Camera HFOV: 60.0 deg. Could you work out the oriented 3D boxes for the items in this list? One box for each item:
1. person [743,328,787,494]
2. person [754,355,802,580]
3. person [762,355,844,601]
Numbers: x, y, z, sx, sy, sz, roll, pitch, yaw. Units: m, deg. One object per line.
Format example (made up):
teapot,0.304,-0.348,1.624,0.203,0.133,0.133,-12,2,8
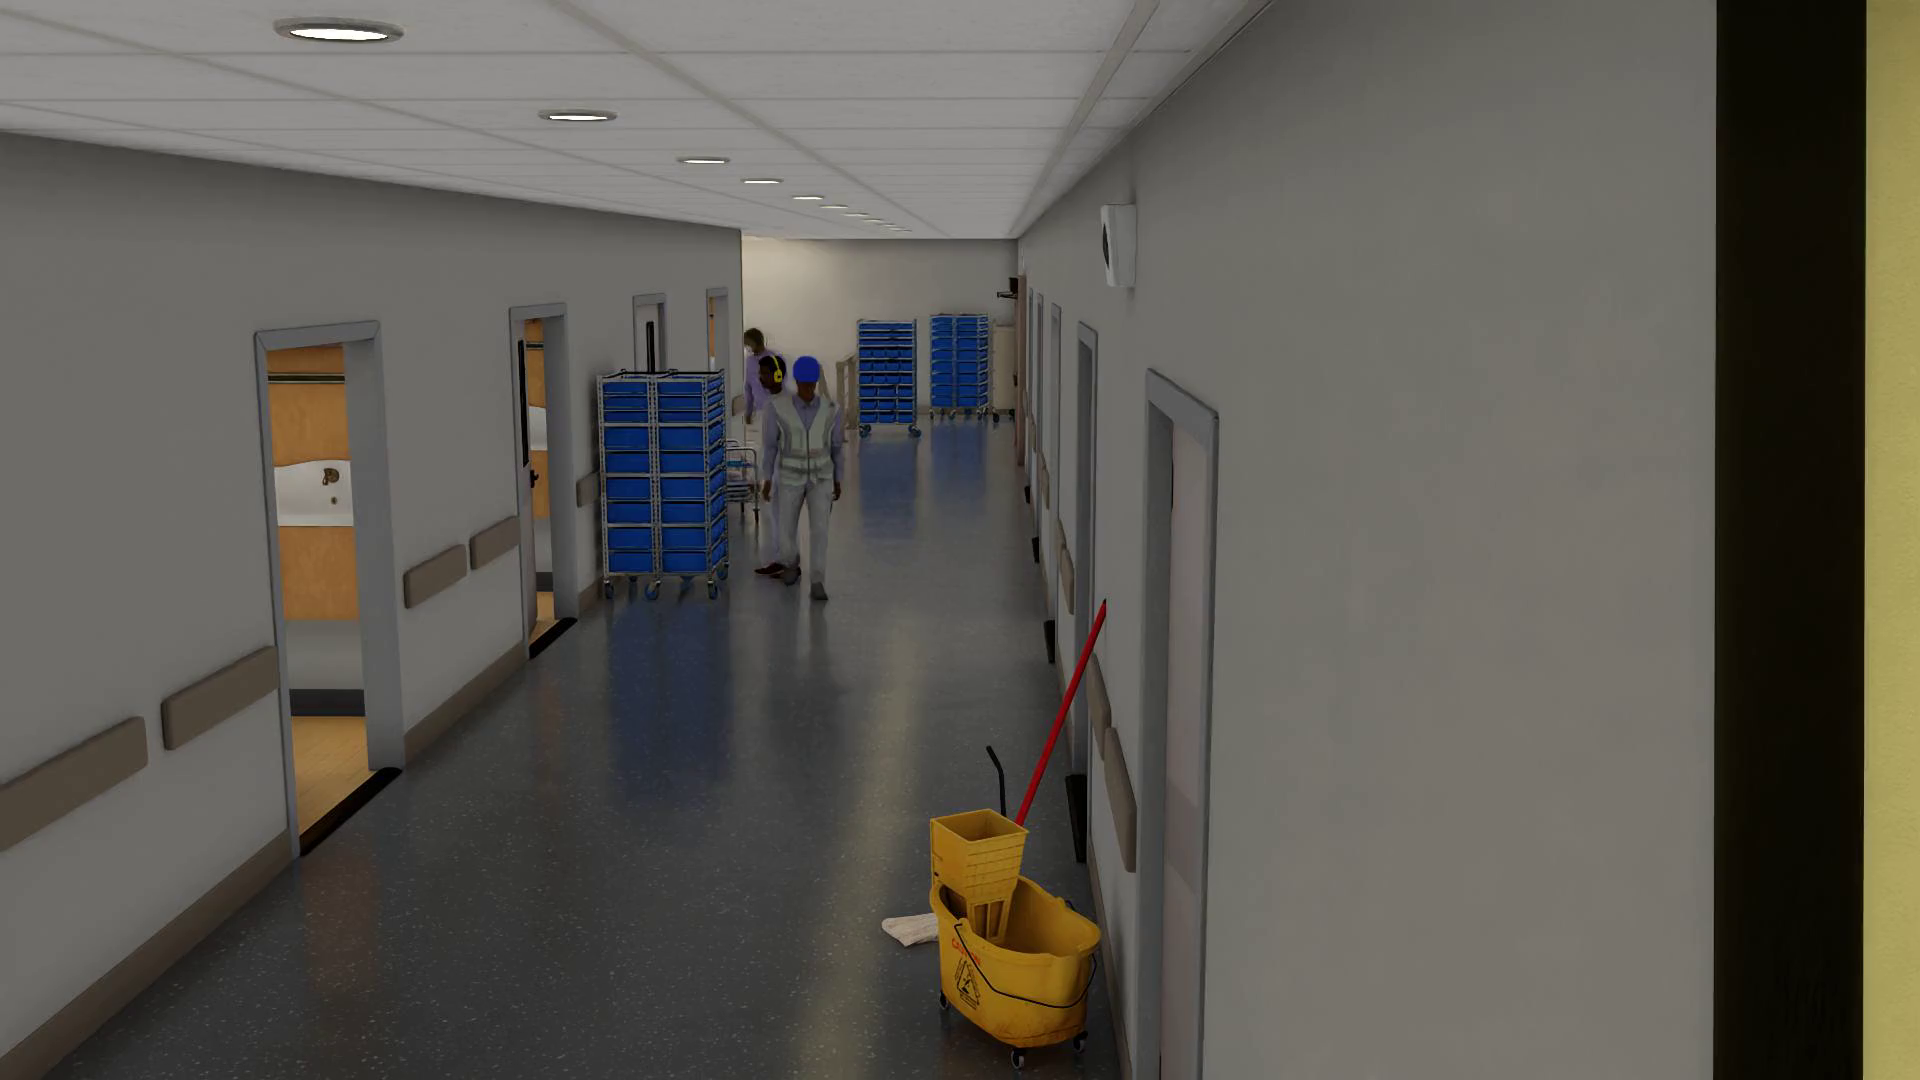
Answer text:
person,-2.214,-1.481,19.021,0.878,1.878,0.715,-8,12,-39
person,-1.524,-0.604,13.843,0.333,1.861,0.496,-6,11,-30
person,-1.244,-0.516,13.118,0.642,1.915,0.786,-2,10,-12
